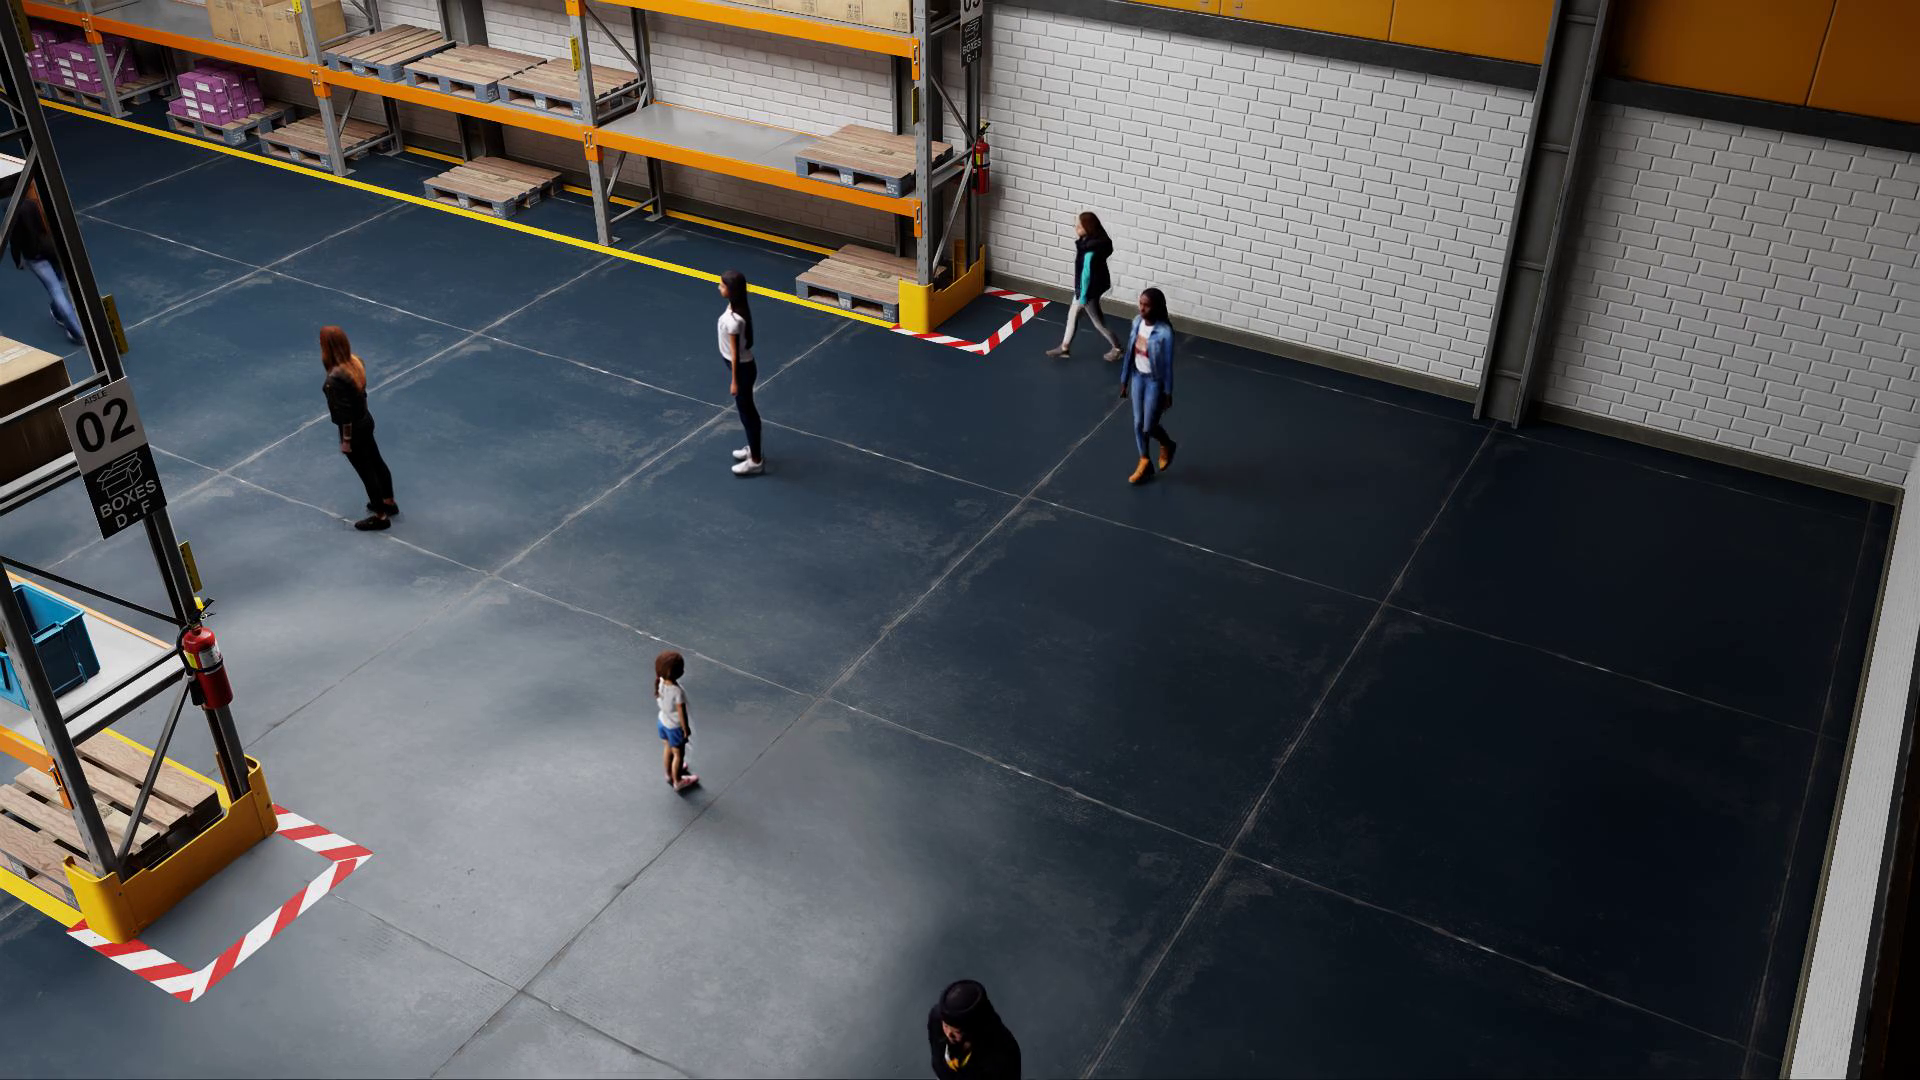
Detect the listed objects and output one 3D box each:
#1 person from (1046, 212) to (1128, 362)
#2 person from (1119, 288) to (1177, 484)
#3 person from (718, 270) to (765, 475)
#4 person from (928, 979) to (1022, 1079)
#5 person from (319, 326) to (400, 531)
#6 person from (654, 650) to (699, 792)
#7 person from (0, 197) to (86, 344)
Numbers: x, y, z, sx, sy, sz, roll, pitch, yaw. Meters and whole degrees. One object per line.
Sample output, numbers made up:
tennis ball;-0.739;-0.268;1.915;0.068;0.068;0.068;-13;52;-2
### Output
person;1.253;-2.265;15.145;1.069;1.461;0.885;0;34;0
person;1.596;-1.262;13.417;0.811;1.703;0.743;-26;42;-33
person;-1.752;-1.366;13.509;0.682;1.774;0.655;-3;34;-5
person;0.157;2.571;7.697;0.619;1.651;0.782;22;40;30
person;-4.641;-0.871;12.823;0.684;1.710;0.691;2;34;3
person;-1.809;1.128;10.442;0.532;1.016;0.443;-22;40;-30
person;-8.474;-2.633;15.463;1.031;1.721;0.736;26;41;33
